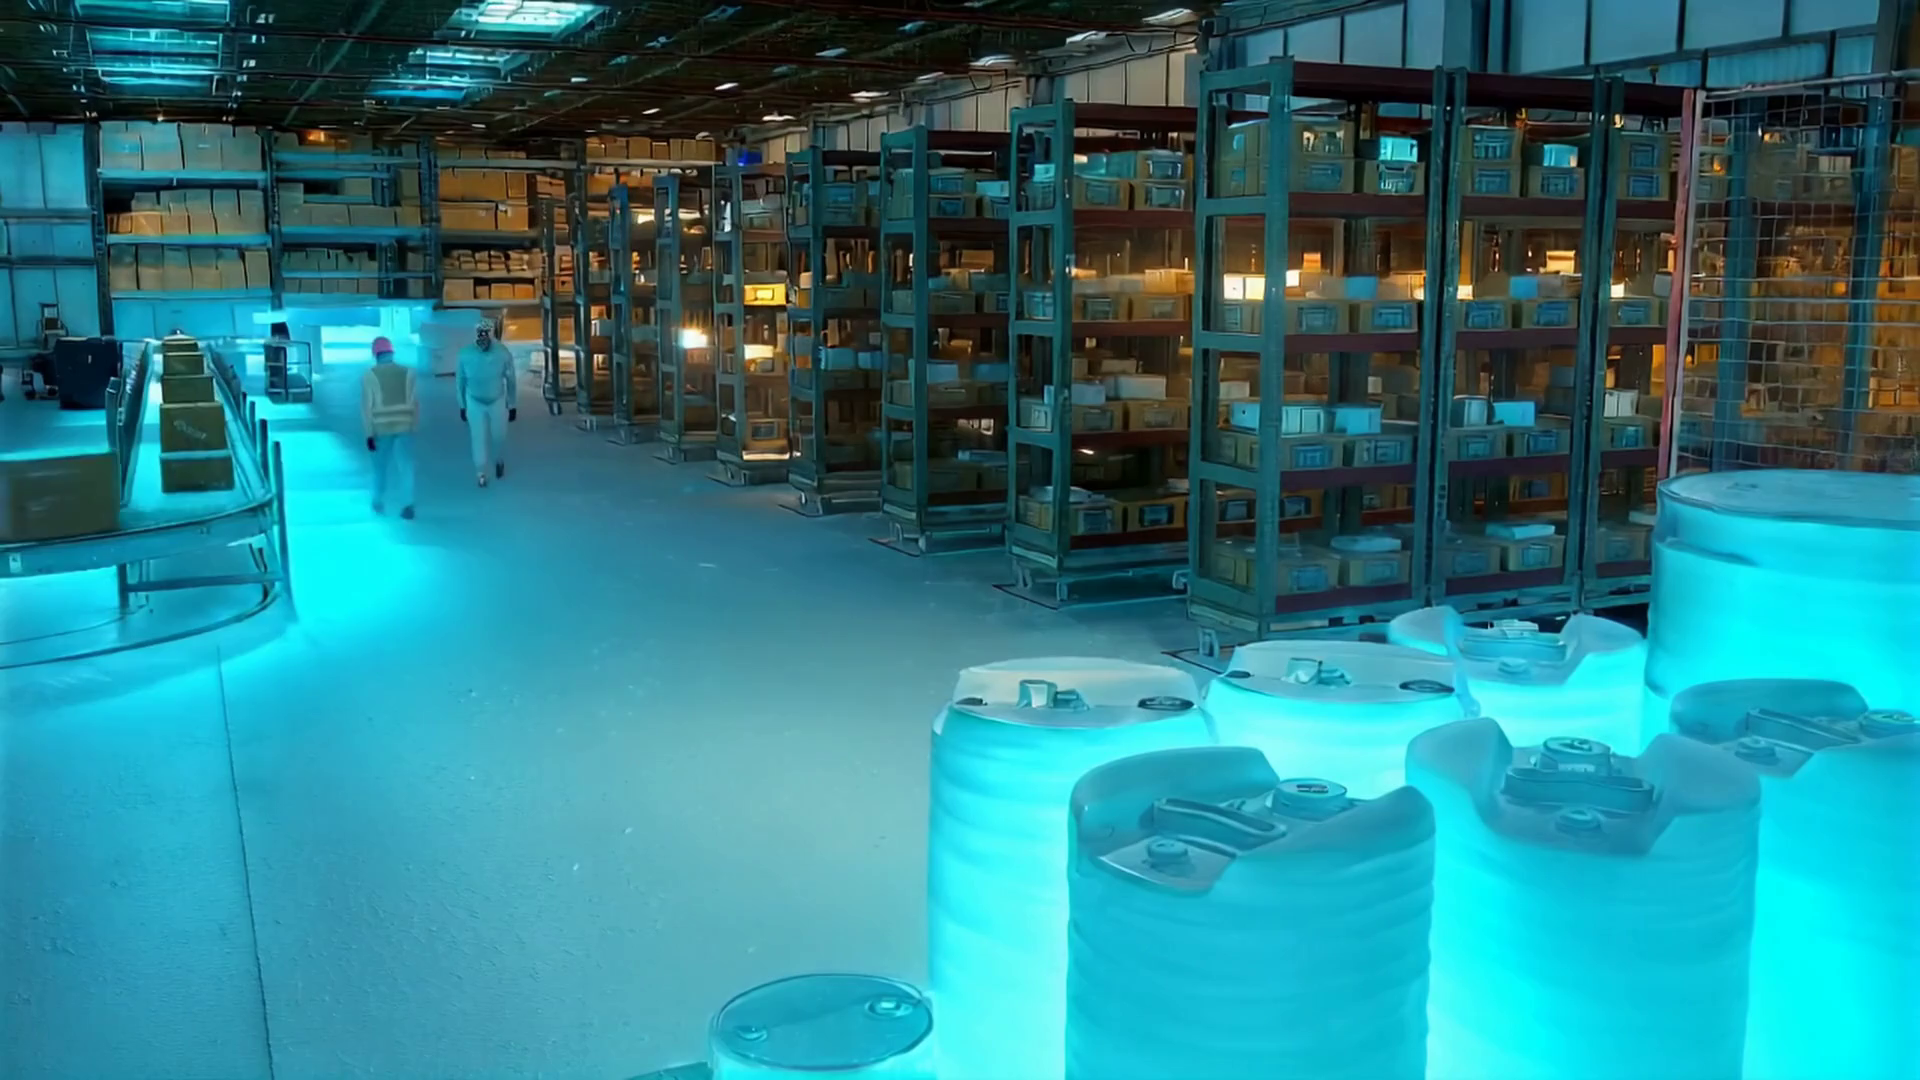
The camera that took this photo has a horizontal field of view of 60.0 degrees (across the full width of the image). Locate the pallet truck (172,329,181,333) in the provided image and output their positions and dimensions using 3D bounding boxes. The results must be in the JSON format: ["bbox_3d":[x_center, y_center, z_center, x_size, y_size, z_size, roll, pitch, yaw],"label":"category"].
[{"bbox_3d":[-17.275,-3.851,35.096,1.601,1.201,0.680,0,9,1],"label":"pallet truck"}]

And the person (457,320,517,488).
[{"bbox_3d":[-5.351,-1.557,18.882,0.644,1.876,0.860,-2,9,-11],"label":"person"}]

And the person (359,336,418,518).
[{"bbox_3d":[-5.623,-1.113,16.406,0.583,1.782,0.950,-6,11,-33],"label":"person"}]

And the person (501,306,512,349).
[{"bbox_3d":[-14.034,-6.728,51.338,0.283,1.746,0.493,1,9,6],"label":"person"}]

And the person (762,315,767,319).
[{"bbox_3d":[-4.126,-4.232,35.078,0.382,1.993,0.622,3,10,19],"label":"person"}]

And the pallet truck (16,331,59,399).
[{"bbox_3d":[-17.082,-3.353,31.781,1.630,1.274,0.653,-4,10,-25],"label":"pallet truck"}]
